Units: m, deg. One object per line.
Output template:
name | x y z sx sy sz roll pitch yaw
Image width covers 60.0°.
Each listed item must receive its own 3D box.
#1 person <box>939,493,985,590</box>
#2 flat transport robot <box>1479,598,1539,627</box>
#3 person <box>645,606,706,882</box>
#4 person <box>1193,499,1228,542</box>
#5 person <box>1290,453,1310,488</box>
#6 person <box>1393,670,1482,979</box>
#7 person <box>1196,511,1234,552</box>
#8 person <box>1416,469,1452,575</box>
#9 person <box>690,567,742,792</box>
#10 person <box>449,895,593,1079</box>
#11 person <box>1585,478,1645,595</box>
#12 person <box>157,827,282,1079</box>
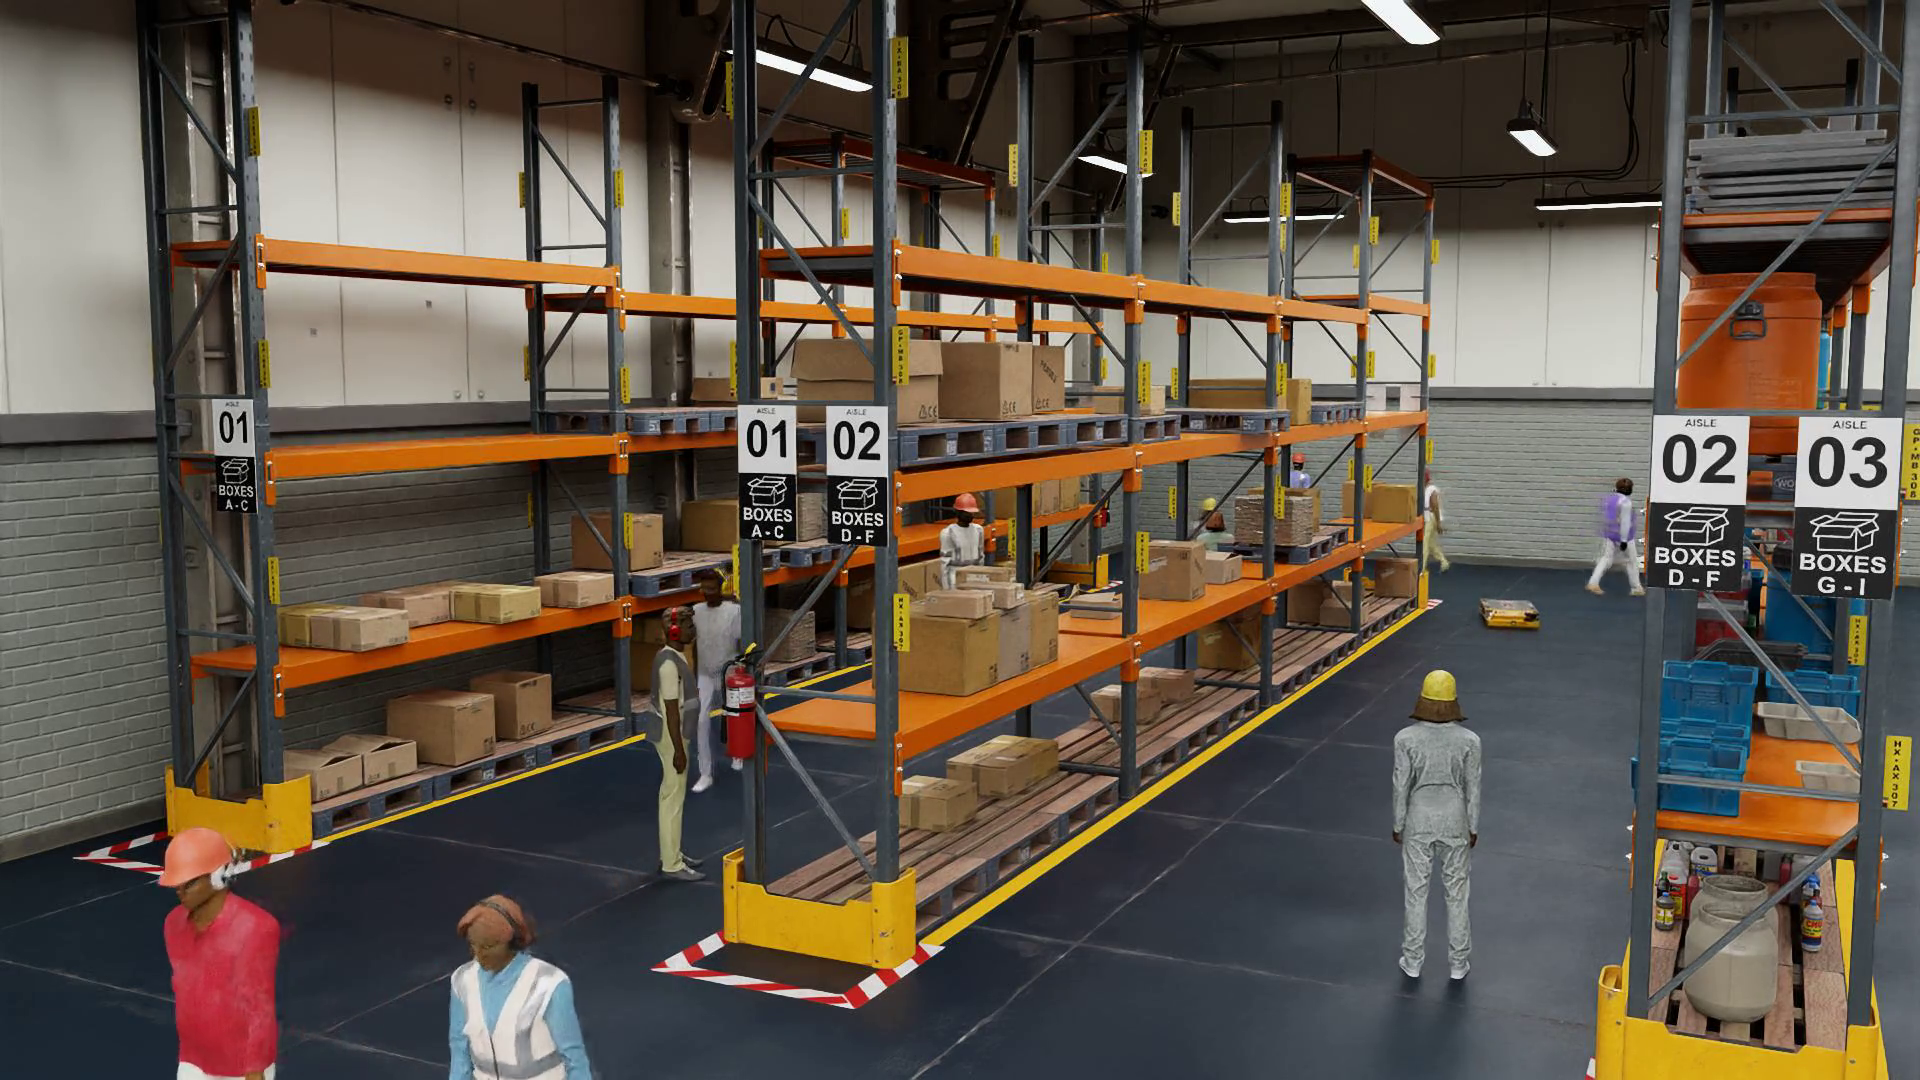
person | 0.047 0.483 18.872 0.601 2.034 0.426 -5 8 -39
flat transport robot | 7.422 0.977 22.502 0.652 0.197 1.431 1 6 13
person | -1.927 1.358 11.209 0.389 1.847 0.563 -1 6 -10
person | 3.340 0.319 21.955 0.499 1.714 0.762 -1 6 -9
person | 6.044 -0.597 29.790 0.552 1.935 0.370 5 8 39
person | 2.682 1.598 9.382 0.484 1.744 0.294 1 6 12
person | 3.226 0.456 21.011 0.498 1.634 0.278 0 6 4
person | 7.786 -0.290 27.441 0.762 1.806 0.577 -1 6 -8
person | -1.971 1.107 13.786 0.541 1.834 0.867 1 6 13
person | -1.563 2.029 5.795 0.540 1.610 0.626 3 7 29
person | 9.942 -0.050 25.148 0.939 1.805 0.637 -1 6 -6
person | -2.775 1.913 6.400 0.554 1.725 0.718 2 6 19
